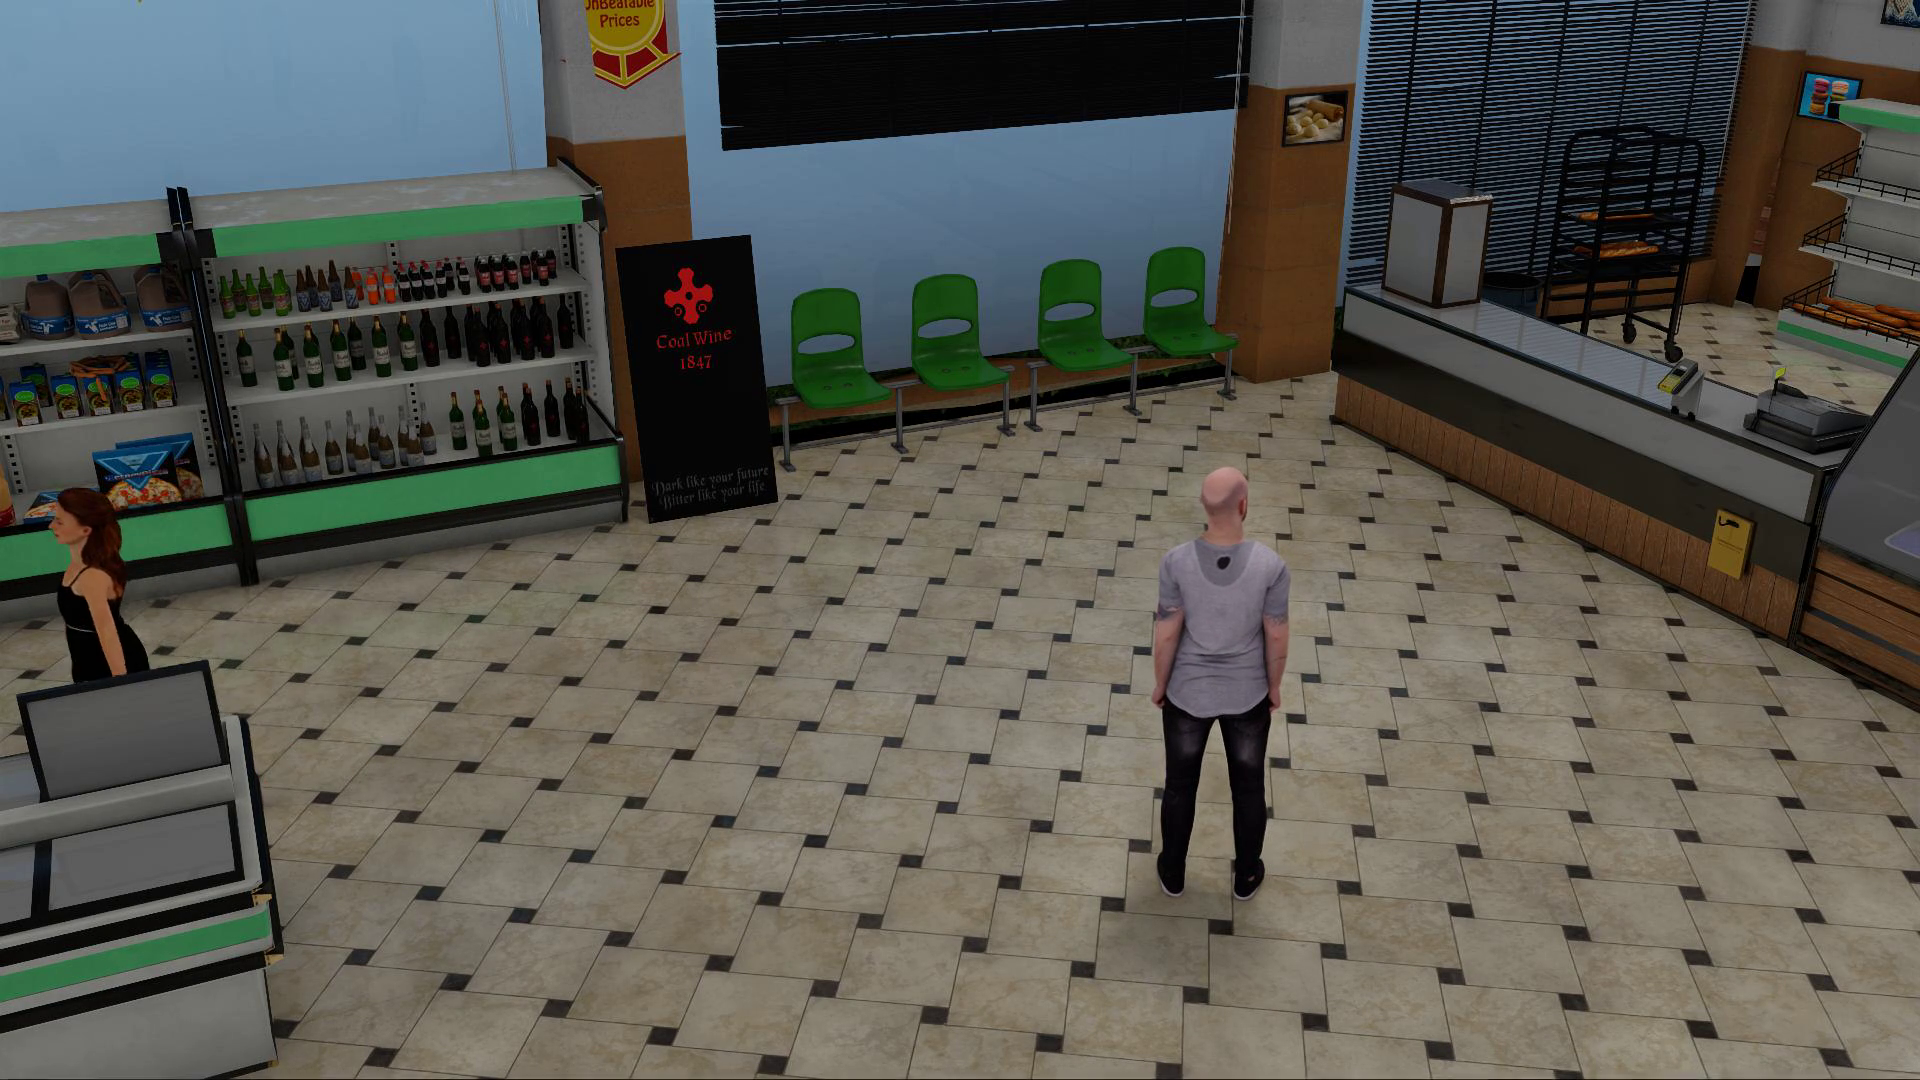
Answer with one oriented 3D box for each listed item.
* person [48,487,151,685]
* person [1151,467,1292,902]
[{"bbox_3d":[-3.430,0.525,6.918,0.900,1.608,0.551,-11,26,-23],"label":"person"},{"bbox_3d":[1.005,0.581,6.505,0.726,1.837,0.825,4,24,9],"label":"person"}]
